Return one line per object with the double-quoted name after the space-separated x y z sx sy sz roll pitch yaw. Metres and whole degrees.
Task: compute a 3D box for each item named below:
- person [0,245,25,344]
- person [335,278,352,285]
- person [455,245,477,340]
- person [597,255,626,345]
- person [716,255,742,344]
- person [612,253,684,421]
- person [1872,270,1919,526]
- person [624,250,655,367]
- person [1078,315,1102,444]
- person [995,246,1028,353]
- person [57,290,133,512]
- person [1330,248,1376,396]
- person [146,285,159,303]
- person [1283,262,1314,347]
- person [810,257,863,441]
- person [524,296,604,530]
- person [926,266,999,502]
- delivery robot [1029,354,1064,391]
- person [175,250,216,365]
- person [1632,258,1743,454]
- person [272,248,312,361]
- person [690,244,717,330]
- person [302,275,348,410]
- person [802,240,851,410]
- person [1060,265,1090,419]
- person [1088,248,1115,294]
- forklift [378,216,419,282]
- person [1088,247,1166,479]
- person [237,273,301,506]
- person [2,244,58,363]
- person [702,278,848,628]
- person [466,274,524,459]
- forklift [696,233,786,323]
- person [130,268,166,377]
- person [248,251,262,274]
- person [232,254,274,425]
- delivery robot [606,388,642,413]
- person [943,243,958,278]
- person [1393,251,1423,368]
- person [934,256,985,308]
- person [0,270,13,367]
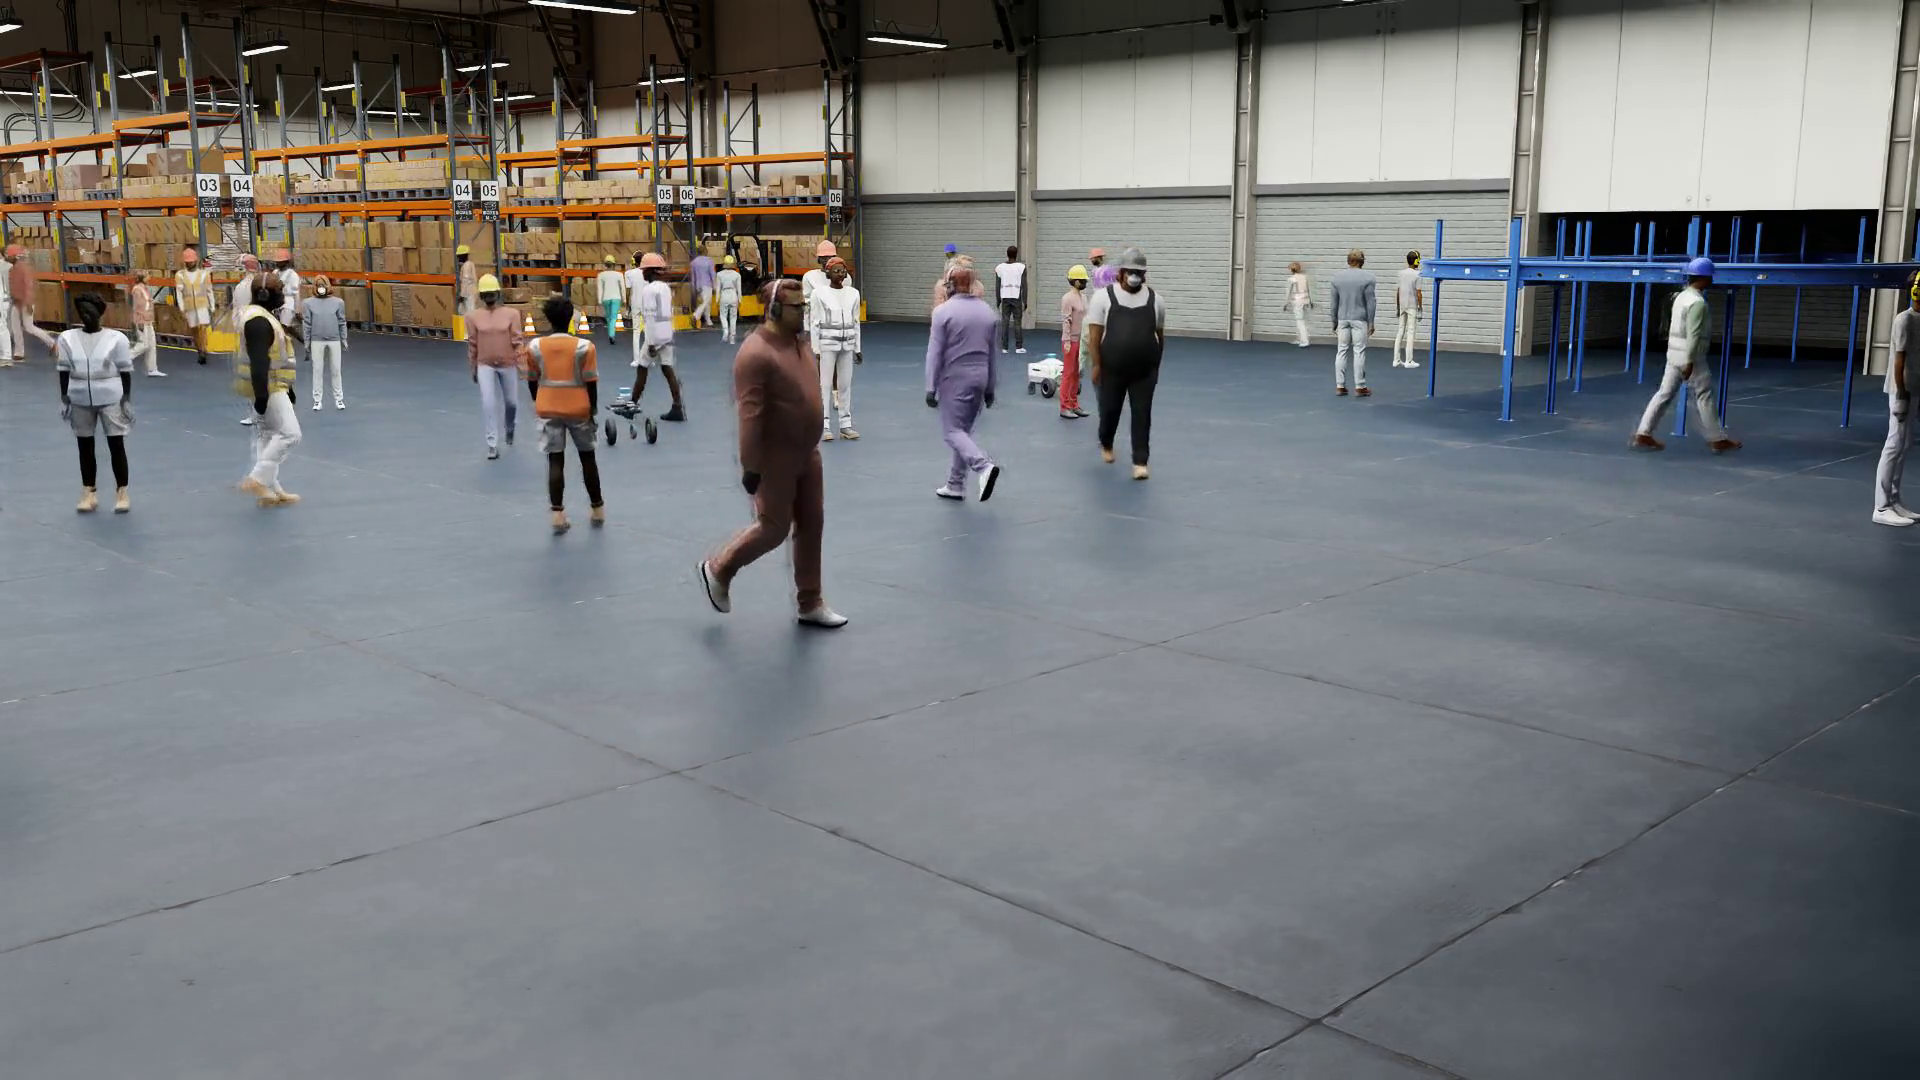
-18.347 -4.735 32.203 0.660 1.903 0.938 -6 12 -30 "person"
-16.456 -6.951 44.605 0.897 1.789 0.619 7 13 34 "person"
-10.058 -4.994 33.606 0.611 1.907 0.601 -2 11 -13 "person"
-6.831 -4.707 32.543 0.525 1.734 0.837 1 10 3 "person"
-4.499 -4.684 32.416 0.498 1.726 0.413 -1 10 -7 "person"
-3.582 -2.313 19.035 0.877 1.899 0.576 3 11 18 "person"
6.998 -1.055 12.246 0.332 1.874 0.520 10 15 44 "person"
-5.167 -3.747 26.916 0.514 1.877 0.328 -4 11 -20 "person"
1.480 -1.792 17.036 0.515 1.586 0.858 3 11 15 "person"
0.930 -4.337 30.012 0.587 1.920 0.395 3 11 18 "person"
-6.621 -1.062 12.755 0.537 1.697 0.316 -2 11 -11 "person"
5.207 -2.886 22.040 0.627 1.940 0.375 8 13 37 "person"
-21.987 -7.059 45.162 0.655 1.808 0.543 3 11 16 "person"
6.425 -4.467 31.583 0.536 1.585 0.661 -6 12 -29 "person"
-1.280 -1.985 17.288 0.587 1.882 0.340 -7 12 -32 "person"
-2.863 -0.913 11.988 0.554 1.672 0.544 0 10 -2 "person"
0.068 -1.222 13.154 0.685 1.872 0.785 -9 14 -41 "person"
1.217 -2.227 22.086 0.477 0.478 0.707 -6 12 -30 "delivery robot"
-12.620 -3.844 27.464 0.569 1.874 1.057 -3 11 -17 "person"
7.134 -1.799 16.241 1.003 1.900 0.601 0 10 2 "person"
-11.125 -3.890 27.641 0.562 1.903 0.912 7 12 33 "person"
-5.794 -5.660 37.264 0.649 1.910 0.856 6 12 31 "person"
-7.719 -2.403 20.241 0.508 1.632 0.264 -4 11 -23 "person"
-1.616 -2.615 20.274 0.605 2.045 0.382 -2 11 -9 "person"
1.359 -2.309 19.371 0.320 1.767 0.534 6 12 29 "person"
2.760 -4.528 31.207 0.833 1.881 0.556 -3 11 -16 "person"
-17.868 -9.201 54.028 1.873 2.768 1.129 -10 14 -44 "forklift"
1.472 -1.567 14.690 0.692 2.000 0.738 -1 10 -3 "person"
-5.401 -1.170 13.018 0.444 1.825 0.627 -5 11 -24 "person"
-15.624 -3.968 27.845 0.619 1.973 0.766 6 12 30 "person"
-1.009 -0.468 9.011 0.747 1.885 0.650 5 11 25 "person"
-4.470 -1.693 16.046 0.523 1.748 0.686 -2 11 -13 "person"
-5.496 -6.489 41.108 2.313 2.155 1.214 -10 14 -44 "forklift"
-12.294 -3.246 24.894 0.548 1.622 0.518 -2 11 -11 "person"
-15.241 -5.322 35.606 0.430 1.841 0.624 6 12 30 "person"
-7.946 -2.255 18.697 0.402 1.904 0.652 1 10 6 "person"
-3.453 -1.454 17.161 0.335 0.223 0.698 -4 11 -22 "delivery robot"
-0.235 -5.496 36.303 0.617 1.924 0.645 -4 11 -23 "person"
7.246 -3.723 26.831 0.324 1.865 0.517 -7 13 -35 "person"
-0.006 -2.594 20.682 0.662 1.869 0.907 -1 10 -7 "person"
-15.651 -3.770 27.016 0.362 1.882 0.576 -7 13 -34 "person"
